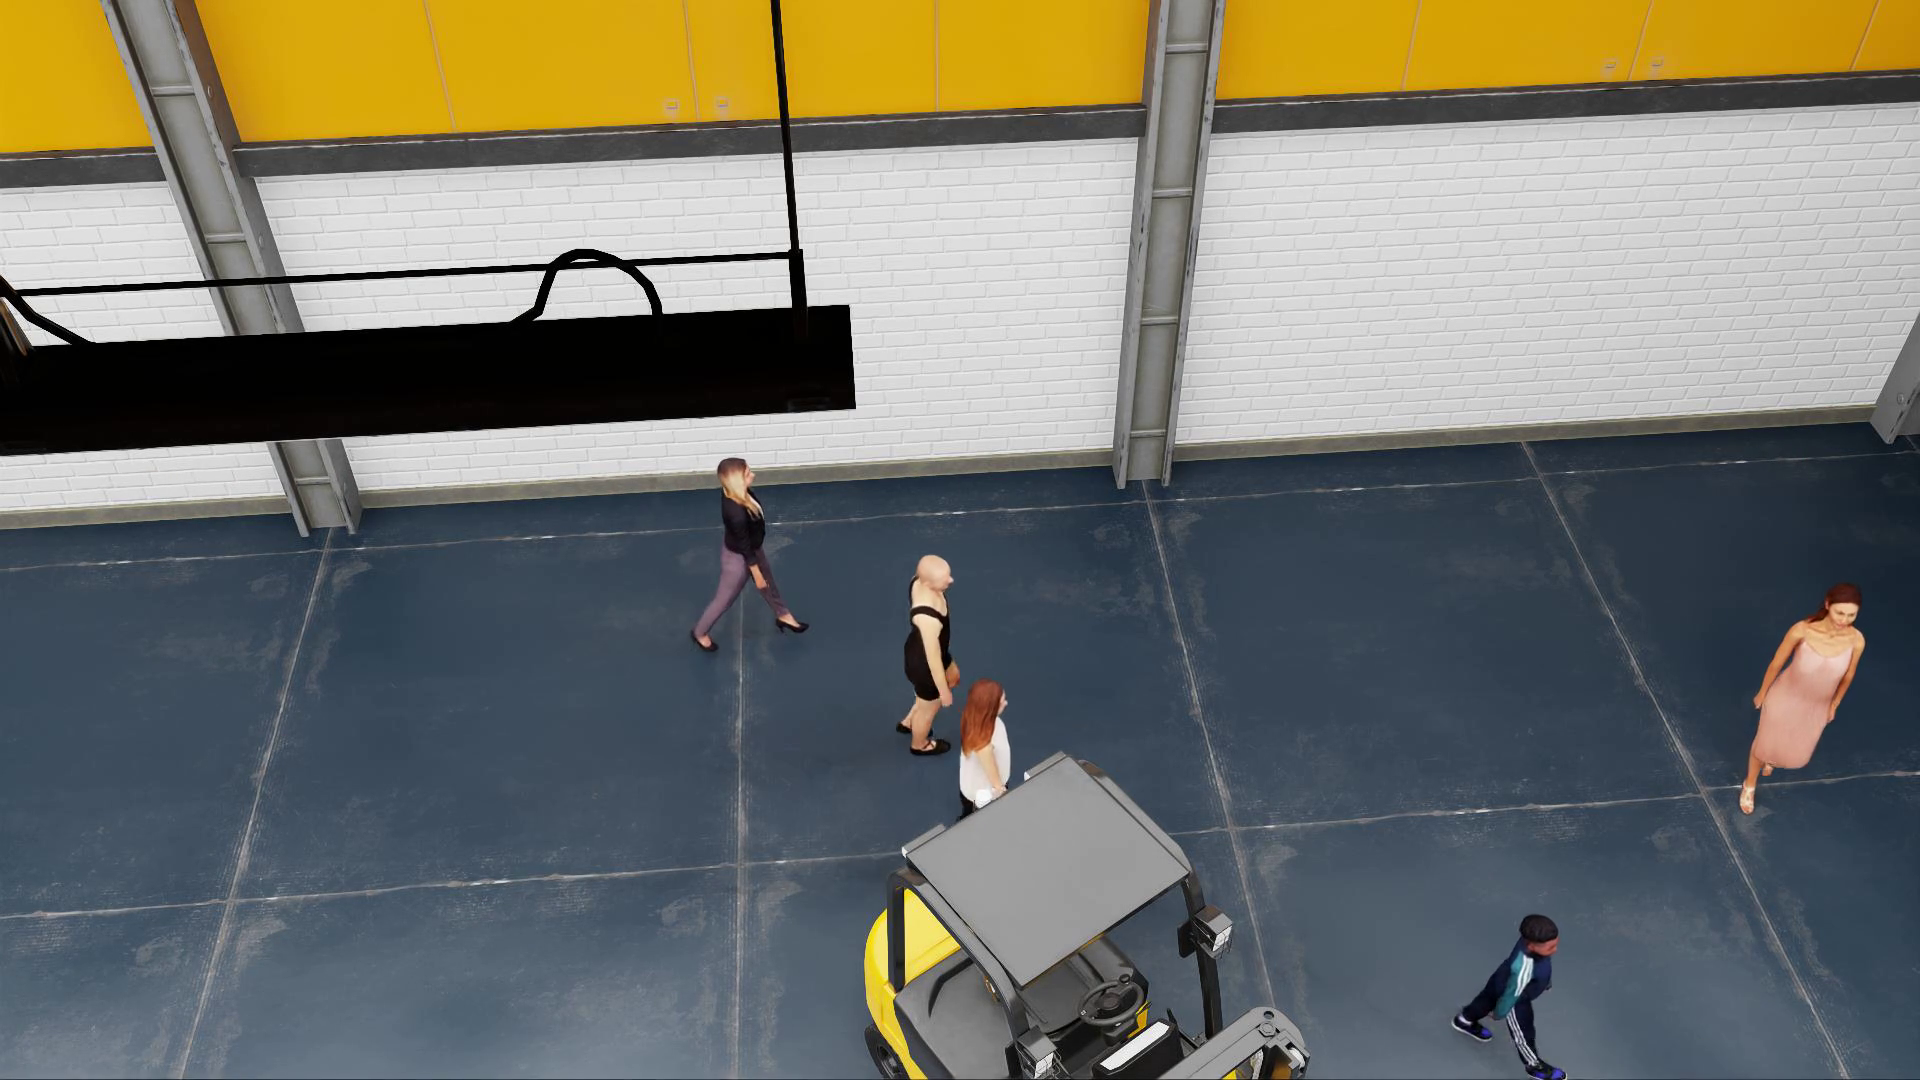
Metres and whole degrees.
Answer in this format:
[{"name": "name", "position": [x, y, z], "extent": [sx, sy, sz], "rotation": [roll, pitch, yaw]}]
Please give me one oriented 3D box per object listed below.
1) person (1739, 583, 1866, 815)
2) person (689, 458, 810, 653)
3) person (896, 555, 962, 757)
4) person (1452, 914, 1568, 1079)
[{"name": "person", "position": [4.943, 0.885, 9.813], "extent": [0.756, 1.824, 0.799], "rotation": [12, 45, 13]}, {"name": "person", "position": [-1.509, 0.147, 10.733], "extent": [1.025, 1.622, 0.640], "rotation": [-5, 44, -6]}, {"name": "person", "position": [-0.287, 0.731, 9.991], "extent": [0.626, 1.801, 0.677], "rotation": [-4, 44, -4]}, {"name": "person", "position": [2.872, 2.324, 8.735], "extent": [0.929, 1.227, 0.781], "rotation": [20, 47, 19]}]
